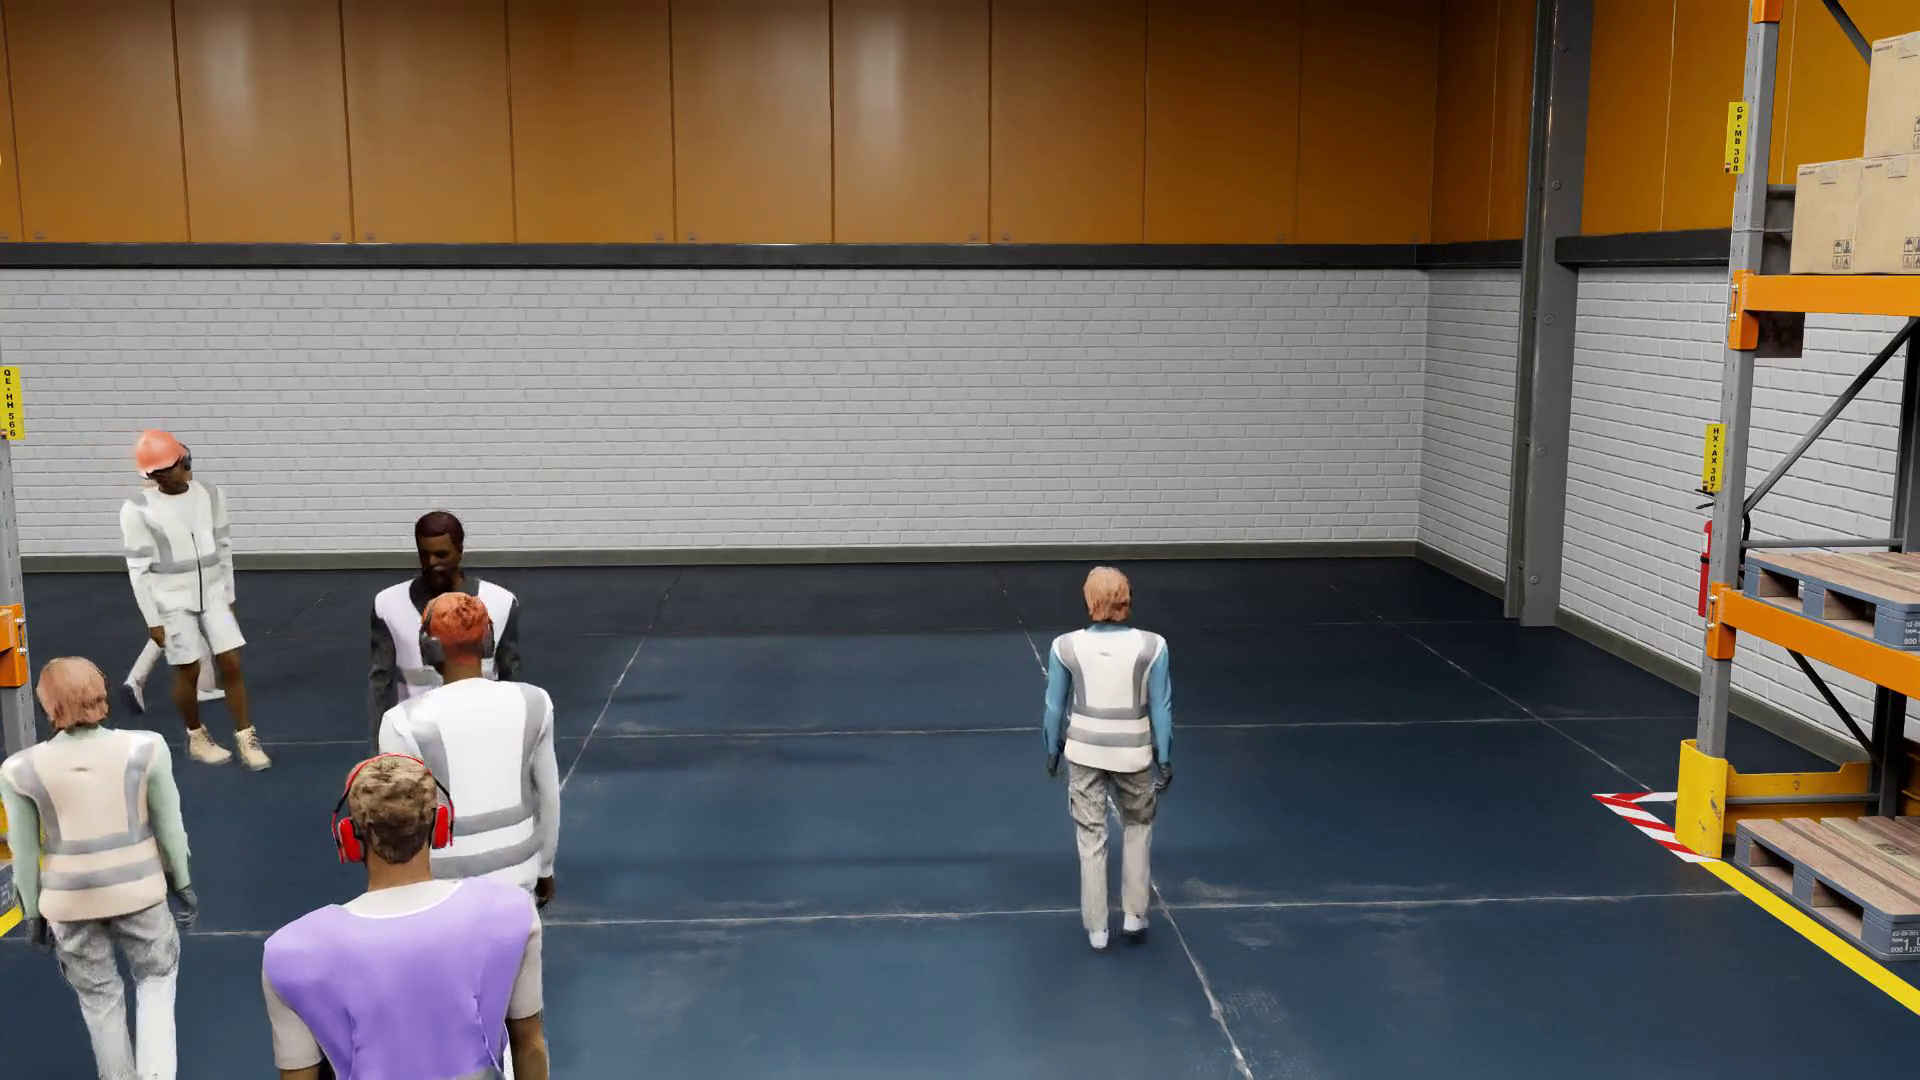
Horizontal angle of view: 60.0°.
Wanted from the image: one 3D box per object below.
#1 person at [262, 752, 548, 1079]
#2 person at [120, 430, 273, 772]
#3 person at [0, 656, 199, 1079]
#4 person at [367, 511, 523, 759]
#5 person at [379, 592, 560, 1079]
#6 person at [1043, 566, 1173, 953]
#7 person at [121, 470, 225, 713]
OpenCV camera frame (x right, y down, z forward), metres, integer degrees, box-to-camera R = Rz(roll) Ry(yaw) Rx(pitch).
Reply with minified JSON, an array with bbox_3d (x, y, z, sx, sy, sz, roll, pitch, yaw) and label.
[{"bbox_3d":[-1.154,1.361,3.549,0.563,1.838,0.390,-5,10,-28],"label":"person"},{"bbox_3d":[-4.291,0.366,9.344,0.806,1.982,0.666,7,11,37],"label":"person"},{"bbox_3d":[-2.749,1.179,5.348,0.536,1.618,0.418,-4,10,-24],"label":"person"},{"bbox_3d":[-2.109,0.825,6.781,0.589,1.875,0.955,0,9,-2],"label":"person"},{"bbox_3d":[-1.576,1.077,5.281,0.625,1.851,0.912,-7,12,-38],"label":"person"},{"bbox_3d":[0.624,0.908,7.014,0.548,1.623,0.480,1,9,9],"label":"person"},{"bbox_3d":[-5.134,0.314,10.809,0.524,1.614,0.700,3,10,19],"label":"person"}]
